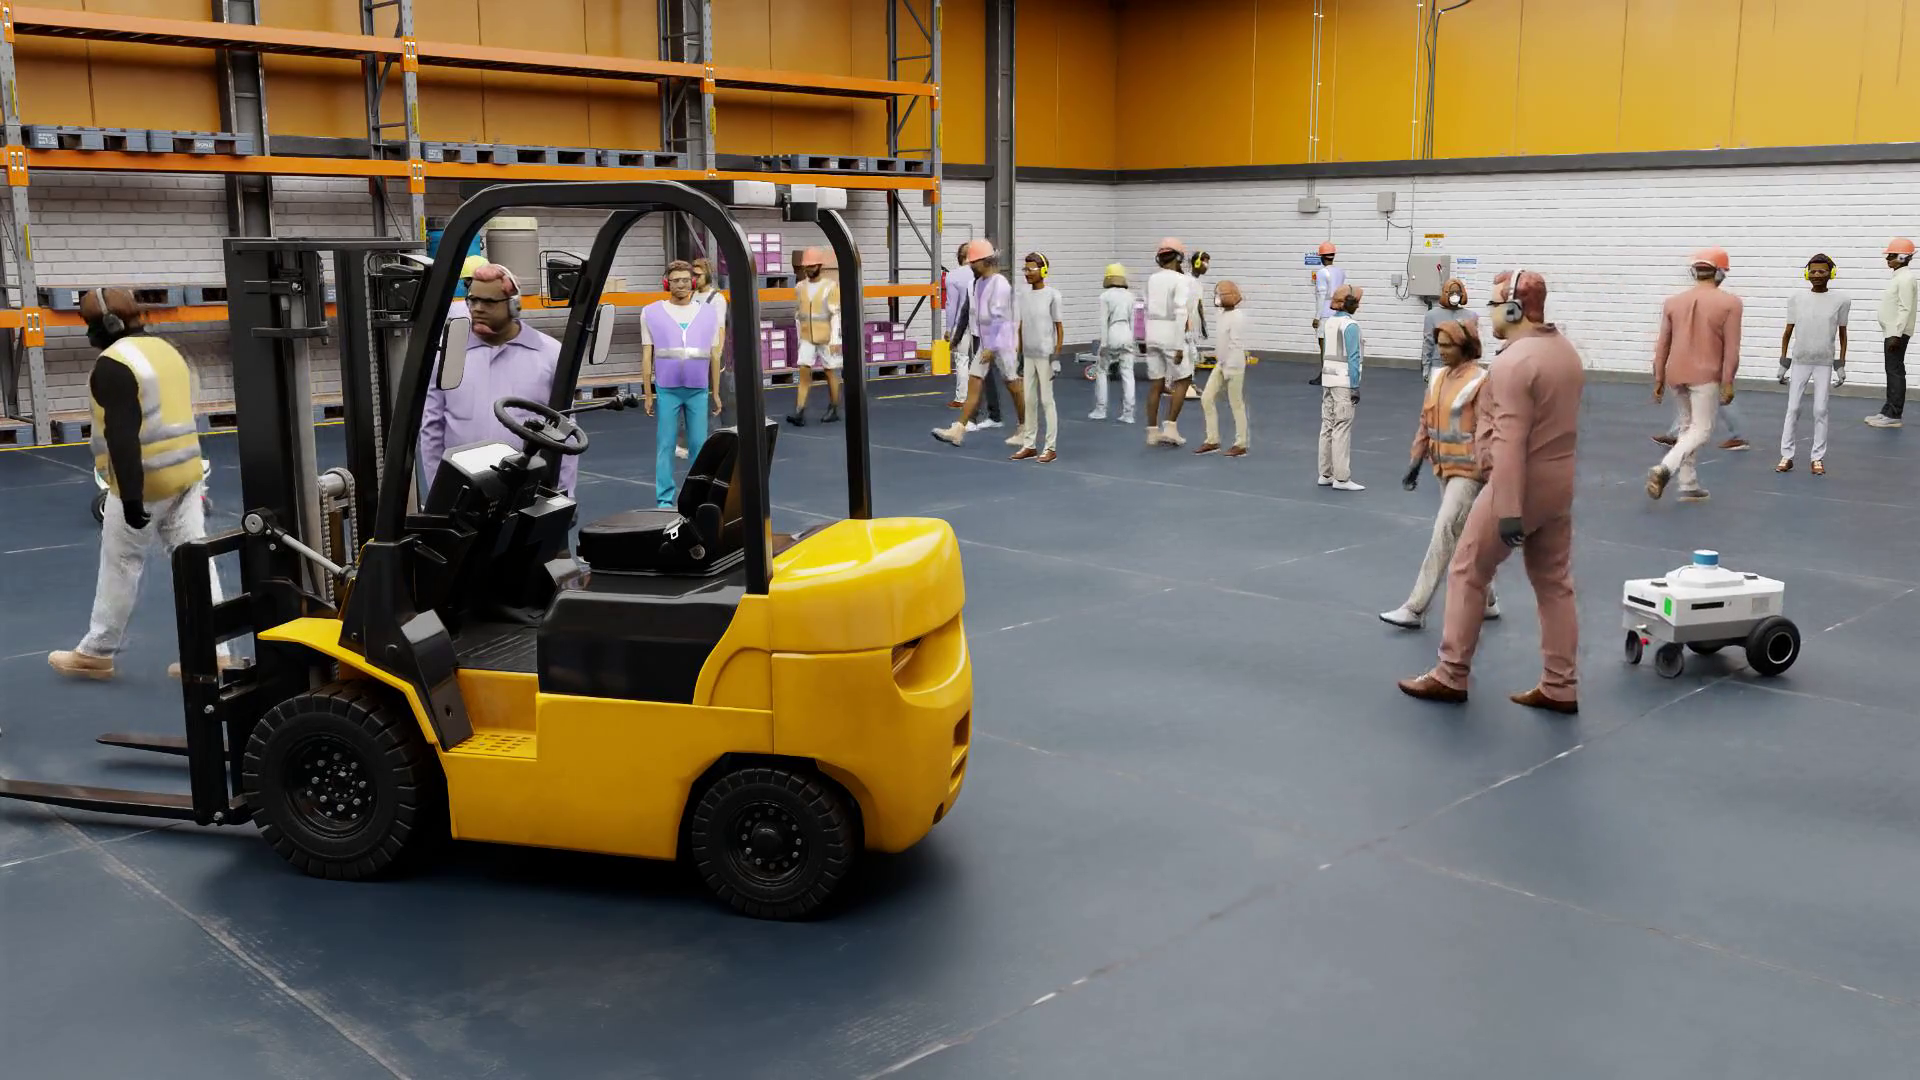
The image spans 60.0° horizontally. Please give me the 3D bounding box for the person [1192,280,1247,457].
[{"bbox_3d":[2.378,-1.552,15.152,0.608,1.610,0.524,-3,11,-16],"label":"person"}]

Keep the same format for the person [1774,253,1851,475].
[{"bbox_3d":[7.242,-1.489,14.130,0.531,1.870,0.316,6,12,30],"label":"person"}]

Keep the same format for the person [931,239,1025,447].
[{"bbox_3d":[0.251,-1.846,15.774,1.062,1.972,0.649,-6,12,-29],"label":"person"}]

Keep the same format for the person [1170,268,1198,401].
[{"bbox_3d":[2.713,-2.554,20.502,0.407,1.662,0.606,0,10,1],"label":"person"}]

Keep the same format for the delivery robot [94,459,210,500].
[{"bbox_3d":[-5.707,-0.446,11.776,0.707,0.478,0.477,-2,11,-14],"label":"delivery robot"}]

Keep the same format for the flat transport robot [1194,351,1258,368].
[{"bbox_3d":[3.946,-2.782,25.541,0.652,0.197,1.431,8,13,38],"label":"flat transport robot"}]

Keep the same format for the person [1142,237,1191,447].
[{"bbox_3d":[1.971,-1.885,15.949,0.583,1.996,0.635,-9,13,-39],"label":"person"}]

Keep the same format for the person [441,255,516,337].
[{"bbox_3d":[-3.494,-1.123,12.115,0.603,1.885,0.972,1,10,7],"label":"person"}]

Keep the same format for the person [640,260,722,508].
[{"bbox_3d":[-1.972,-1.053,11.808,0.565,1.850,0.390,-4,11,-20],"label":"person"}]

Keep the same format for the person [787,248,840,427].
[{"bbox_3d":[-1.541,-2.155,17.722,0.567,1.881,0.979,4,11,20],"label":"person"}]

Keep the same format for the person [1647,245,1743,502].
[{"bbox_3d":[5.437,-1.215,12.422,0.818,1.953,0.644,-7,13,-34],"label":"person"}]

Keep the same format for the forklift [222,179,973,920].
[{"bbox_3d":[-1.114,-0.058,5.440,2.313,2.155,1.214,2,11,13],"label":"forklift"}]

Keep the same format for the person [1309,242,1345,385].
[{"bbox_3d":[4.957,-3.063,22.535,0.551,1.932,0.366,-9,14,-42],"label":"person"}]

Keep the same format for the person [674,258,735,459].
[{"bbox_3d":[-2.351,-1.615,14.964,0.529,1.809,0.901,9,14,41],"label":"person"}]

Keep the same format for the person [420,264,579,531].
[{"bbox_3d":[-1.938,-0.204,7.035,0.640,1.904,0.401,-2,11,-12],"label":"person"}]

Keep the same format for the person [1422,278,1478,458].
[{"bbox_3d":[4.451,-1.555,15.135,0.500,1.633,0.280,0,10,-1],"label":"person"}]

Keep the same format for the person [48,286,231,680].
[{"bbox_3d":[-3.755,-0.239,7.528,0.897,1.788,0.646,1,10,5],"label":"person"}]

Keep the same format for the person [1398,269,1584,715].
[{"bbox_3d":[2.315,-0.204,7.123,0.668,1.877,0.837,-10,14,-43],"label":"person"}]

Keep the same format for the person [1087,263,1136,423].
[{"bbox_3d":[1.669,-2.146,18.140,0.500,1.709,0.724,-6,12,-30],"label":"person"}]

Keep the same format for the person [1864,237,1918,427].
[{"bbox_3d":[9.909,-2.196,17.640,0.378,1.996,0.611,5,11,23],"label":"person"}]

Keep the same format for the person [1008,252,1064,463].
[{"bbox_3d":[0.694,-1.624,14.867,0.514,1.871,0.327,10,15,44],"label":"person"}]

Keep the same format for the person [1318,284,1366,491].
[{"bbox_3d":[3.043,-1.216,13.271,0.309,1.640,0.511,-3,11,-13],"label":"person"}]

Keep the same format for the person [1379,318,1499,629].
[{"bbox_3d":[2.512,-0.337,8.570,0.750,1.599,0.526,-3,11,-14],"label":"person"}]

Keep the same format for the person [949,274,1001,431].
[{"bbox_3d":[0.134,-2.081,17.314,0.797,1.892,0.602,-6,12,-30],"label":"person"}]

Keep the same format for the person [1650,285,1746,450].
[{"bbox_3d":[7.046,-1.635,15.715,0.852,1.570,0.550,3,11,14],"label":"person"}]

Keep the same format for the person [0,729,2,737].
[{"bbox_3d":[-4.071,-0.130,6.559,0.370,1.928,0.585,-9,14,-42],"label":"person"}]

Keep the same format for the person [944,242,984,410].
[{"bbox_3d":[0.079,-2.479,19.339,0.630,1.940,0.372,-8,13,-36],"label":"person"}]

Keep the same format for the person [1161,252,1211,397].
[{"bbox_3d":[2.865,-2.698,20.875,0.804,1.808,0.536,6,12,31],"label":"person"}]

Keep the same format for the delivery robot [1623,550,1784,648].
[{"bbox_3d":[3.459,0.292,7.750,0.707,0.478,0.477,-3,11,-18],"label":"delivery robot"}]
